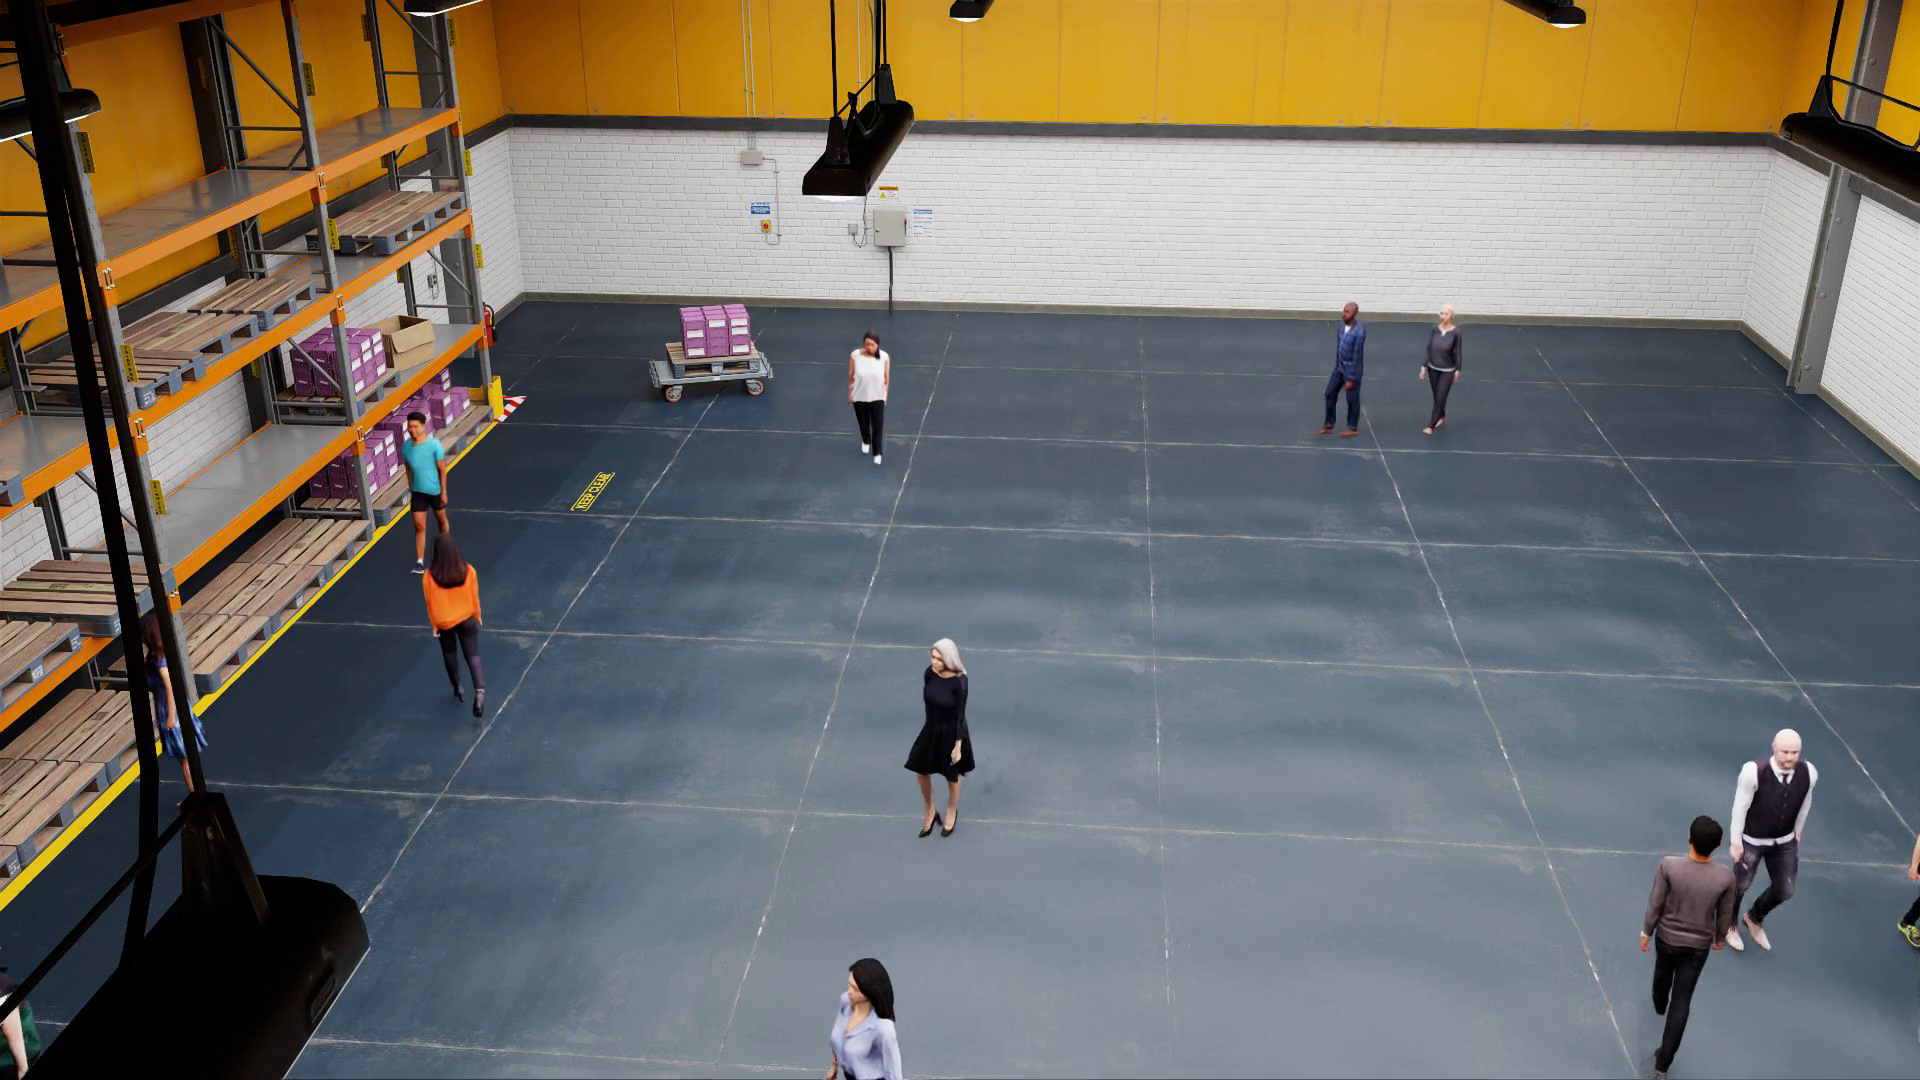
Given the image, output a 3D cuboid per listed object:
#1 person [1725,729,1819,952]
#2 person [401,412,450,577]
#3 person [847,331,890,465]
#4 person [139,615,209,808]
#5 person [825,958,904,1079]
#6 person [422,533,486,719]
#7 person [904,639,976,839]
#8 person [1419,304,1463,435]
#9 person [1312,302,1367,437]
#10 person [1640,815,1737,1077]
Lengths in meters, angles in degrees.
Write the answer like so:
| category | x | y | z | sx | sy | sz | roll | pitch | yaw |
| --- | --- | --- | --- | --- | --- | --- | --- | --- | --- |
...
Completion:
| category | x | y | z | sx | sy | sz | roll | pitch | yaw |
| --- | --- | --- | --- | --- | --- | --- | --- | --- | --- |
| person | 5.624 | 2.064 | 11.705 | 0.739 | 1.801 | 0.672 | 0 | 24 | 1 |
| person | -5.635 | -0.545 | 17.749 | 0.676 | 1.739 | 1.064 | 0 | 24 | 0 |
| person | -1.136 | -1.810 | 20.760 | 0.692 | 1.646 | 1.084 | 1 | 24 | 2 |
| person | -6.247 | 1.413 | 13.188 | 0.818 | 1.805 | 0.705 | -12 | 26 | -25 |
| person | -0.446 | 3.080 | 9.498 | 1.158 | 1.706 | 1.162 | -15 | 28 | -31 |
| person | -4.447 | 0.776 | 14.747 | 0.972 | 1.723 | 1.162 | -11 | 26 | -23 |
| person | -0.068 | 1.531 | 13.003 | 0.751 | 1.737 | 0.827 | 14 | 27 | 28 |
| person | 6.328 | -2.251 | 21.714 | 0.989 | 1.689 | 1.117 | 19 | 30 | 37 |
| person | 5.072 | -2.198 | 21.461 | 0.998 | 1.796 | 0.963 | -14 | 27 | -29 |
| person | 4.600 | 2.601 | 10.574 | 0.898 | 1.722 | 1.213 | 7 | 25 | 16 |
